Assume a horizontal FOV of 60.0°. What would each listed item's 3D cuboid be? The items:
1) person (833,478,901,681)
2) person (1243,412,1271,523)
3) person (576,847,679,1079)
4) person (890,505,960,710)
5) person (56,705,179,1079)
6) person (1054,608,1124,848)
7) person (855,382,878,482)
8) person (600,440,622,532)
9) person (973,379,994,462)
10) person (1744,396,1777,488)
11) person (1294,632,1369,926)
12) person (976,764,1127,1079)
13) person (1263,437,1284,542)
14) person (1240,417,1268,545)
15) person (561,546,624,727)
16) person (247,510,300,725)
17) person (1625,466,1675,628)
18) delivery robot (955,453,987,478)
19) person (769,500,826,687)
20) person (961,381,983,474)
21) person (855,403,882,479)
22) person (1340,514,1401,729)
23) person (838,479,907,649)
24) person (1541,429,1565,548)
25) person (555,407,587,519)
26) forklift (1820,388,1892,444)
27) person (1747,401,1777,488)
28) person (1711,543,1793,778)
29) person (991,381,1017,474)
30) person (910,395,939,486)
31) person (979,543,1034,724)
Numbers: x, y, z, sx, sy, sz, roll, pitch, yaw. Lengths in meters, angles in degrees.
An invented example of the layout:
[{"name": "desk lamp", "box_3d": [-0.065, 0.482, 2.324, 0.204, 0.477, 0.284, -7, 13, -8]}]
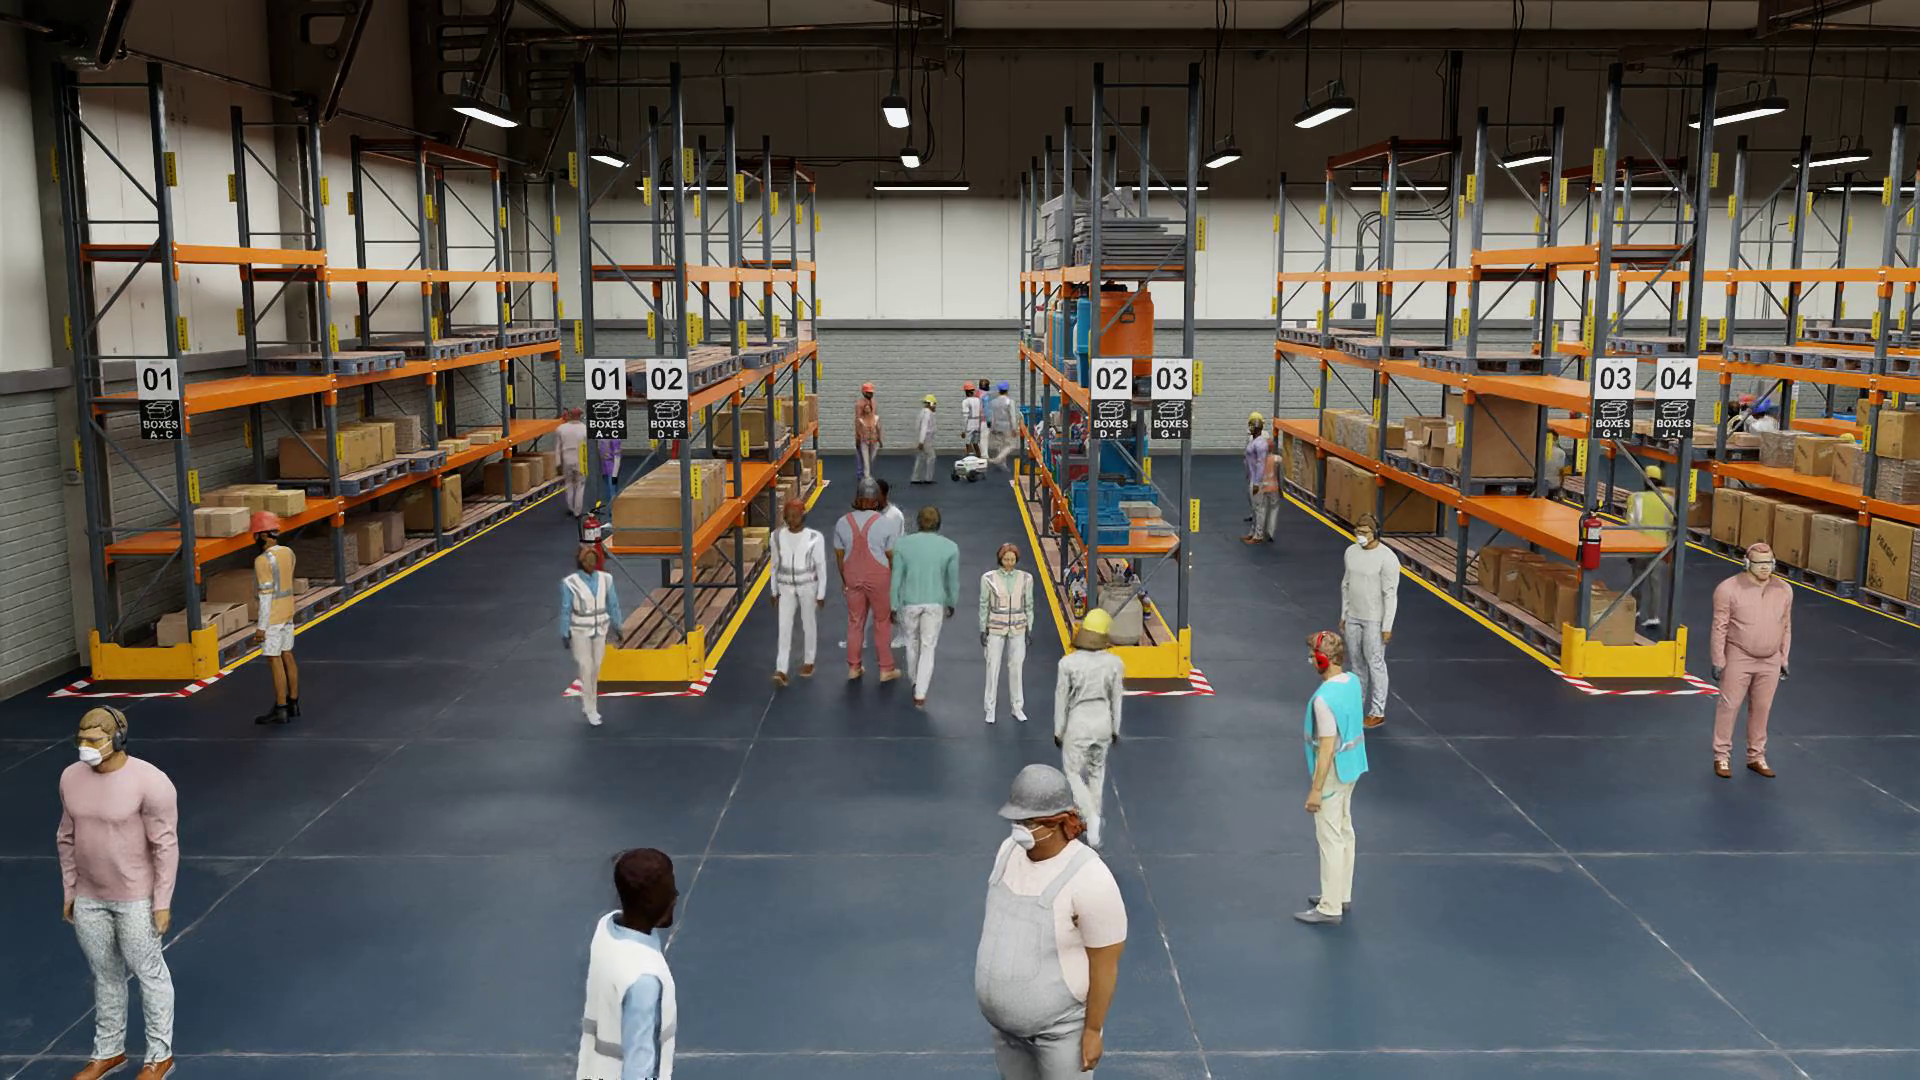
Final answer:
[{"name": "person", "box_3d": [-0.888, 0.386, 16.659, 0.684, 2.000, 0.538, 3, 9, 20]}, {"name": "person", "box_3d": [4.896, -1.195, 27.501, 0.403, 1.830, 0.600, 7, 11, 36]}, {"name": "person", "box_3d": [-1.301, 2.078, 6.297, 0.907, 1.888, 0.590, -5, 10, -27]}, {"name": "person", "box_3d": [-0.325, 0.610, 15.739, 0.643, 1.876, 1.030, 1, 9, 4]}, {"name": "person", "box_3d": [-4.141, 1.754, 8.183, 0.627, 1.941, 0.371, 2, 9, 12]}, {"name": "person", "box_3d": [0.918, 1.331, 11.659, 0.500, 1.714, 0.687, -2, 9, -13]}, {"name": "person", "box_3d": [-1.835, -2.131, 32.997, 0.393, 1.995, 0.612, 6, 11, 35]}, {"name": "person", "box_3d": [-5.606, -1.100, 26.583, 0.376, 1.925, 0.594, -5, 10, -27]}, {"name": "person", "box_3d": [0.516, -2.639, 36.772, 0.430, 1.840, 0.622, -4, 10, -26]}, {"name": "person", "box_3d": [14.265, -1.589, 29.664, 0.386, 1.948, 0.602, -7, 11, -38]}, {"name": "person", "box_3d": [2.313, 1.474, 10.311, 0.394, 1.837, 0.563, 5, 10, 30]}, {"name": "person", "box_3d": [0.320, 1.910, 6.855, 0.535, 2.000, 0.684, -7, 11, -38]}, {"name": "person", "box_3d": [4.677, -0.760, 25.374, 0.528, 1.617, 0.499, 3, 9, 17]}, {"name": "person", "box_3d": [4.474, -0.890, 25.197, 0.372, 1.940, 0.629, 0, 9, 1]}, {"name": "person", "box_3d": [-3.274, 0.864, 14.969, 0.518, 1.613, 0.729, -8, 12, -41]}, {"name": "person", "box_3d": [-6.200, 0.693, 15.008, 0.351, 1.941, 0.545, 0, 9, 3]}, {"name": "person", "box_3d": [8.033, 0.073, 19.354, 0.595, 1.839, 1.072, 2, 9, 10]}, {"name": "delivery robot", "box_3d": [0.225, -1.493, 33.209, 0.477, 0.478, 0.707, 7, 11, 38]}, {"name": "person", "box_3d": [-1.619, 0.524, 16.451, 0.601, 1.826, 1.001, 1, 9, 8]}, {"name": "person", "box_3d": [0.213, -2.307, 34.326, 0.377, 1.932, 0.552, 8, 12, 41]}, {"name": "person", "box_3d": [-1.822, -1.919, 32.882, 0.523, 1.611, 0.676, -3, 9, -20]}, {"name": "person", "box_3d": [3.650, 0.717, 14.899, 0.374, 1.933, 0.625, -5, 10, -30]}, {"name": "person", "box_3d": [-0.881, 0.279, 17.872, 0.953, 1.870, 0.603, -8, 12, -42]}, {"name": "person", "box_3d": [8.759, -0.770, 24.865, 0.527, 1.797, 0.951, 4, 10, 22]}, {"name": "person", "box_3d": [-6.436, -1.302, 28.028, 0.663, 1.881, 0.663, 1, 9, 5]}, {"name": "forklift", "box_3d": [20.072, -3.110, 36.462, 1.873, 2.768, 1.129, 0, 9, 0]}, {"name": "person", "box_3d": [13.886, -1.431, 28.729, 0.635, 1.923, 0.589, -3, 9, -21]}, {"name": "person", "box_3d": [6.364, 0.967, 13.355, 0.651, 1.906, 0.403, 0, 9, -2]}, {"name": "person", "box_3d": [0.887, -2.315, 34.366, 0.626, 1.936, 0.527, 8, 12, 42]}, {"name": "person", "box_3d": [-0.682, -1.930, 32.392, 0.652, 1.777, 0.615, -2, 9, -15]}, {"name": "person", "box_3d": [0.417, 0.837, 15.053, 0.513, 1.638, 0.307, -2, 9, -13]}]
